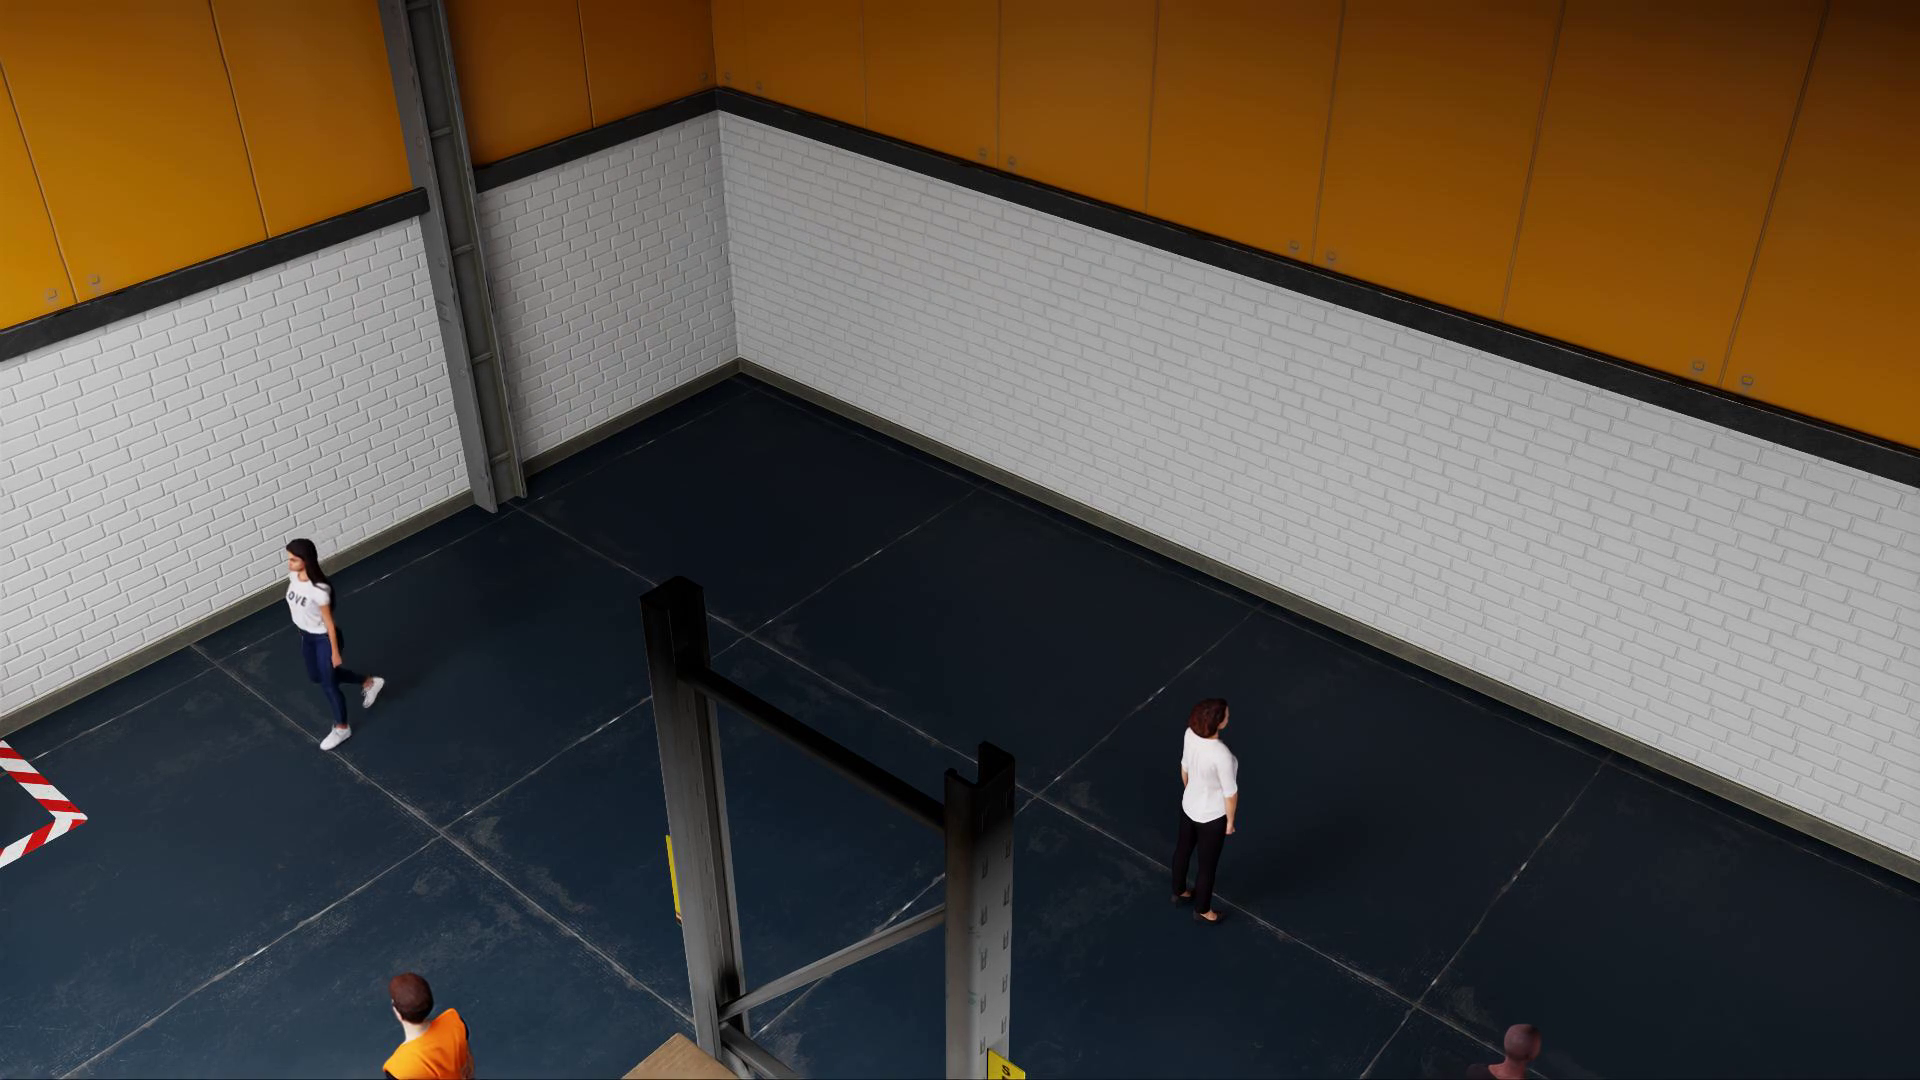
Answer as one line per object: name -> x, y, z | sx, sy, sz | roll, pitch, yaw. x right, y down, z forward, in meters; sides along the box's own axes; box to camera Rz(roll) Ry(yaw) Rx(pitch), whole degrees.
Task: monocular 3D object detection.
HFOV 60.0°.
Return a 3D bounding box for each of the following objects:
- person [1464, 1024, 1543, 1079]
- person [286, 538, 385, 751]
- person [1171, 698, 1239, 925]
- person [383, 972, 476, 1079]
person -> 2.722, 3.131, 8.504 | 0.622, 1.746, 0.577 | 18, 38, 25
person -> -4.587, 0.700, 12.146 | 0.596, 1.763, 0.840 | 26, 41, 33
person -> 1.543, 1.729, 10.570 | 0.603, 1.795, 0.656 | -21, 39, -29
person -> -2.684, 2.968, 8.624 | 0.798, 1.886, 0.629 | 17, 37, 24
